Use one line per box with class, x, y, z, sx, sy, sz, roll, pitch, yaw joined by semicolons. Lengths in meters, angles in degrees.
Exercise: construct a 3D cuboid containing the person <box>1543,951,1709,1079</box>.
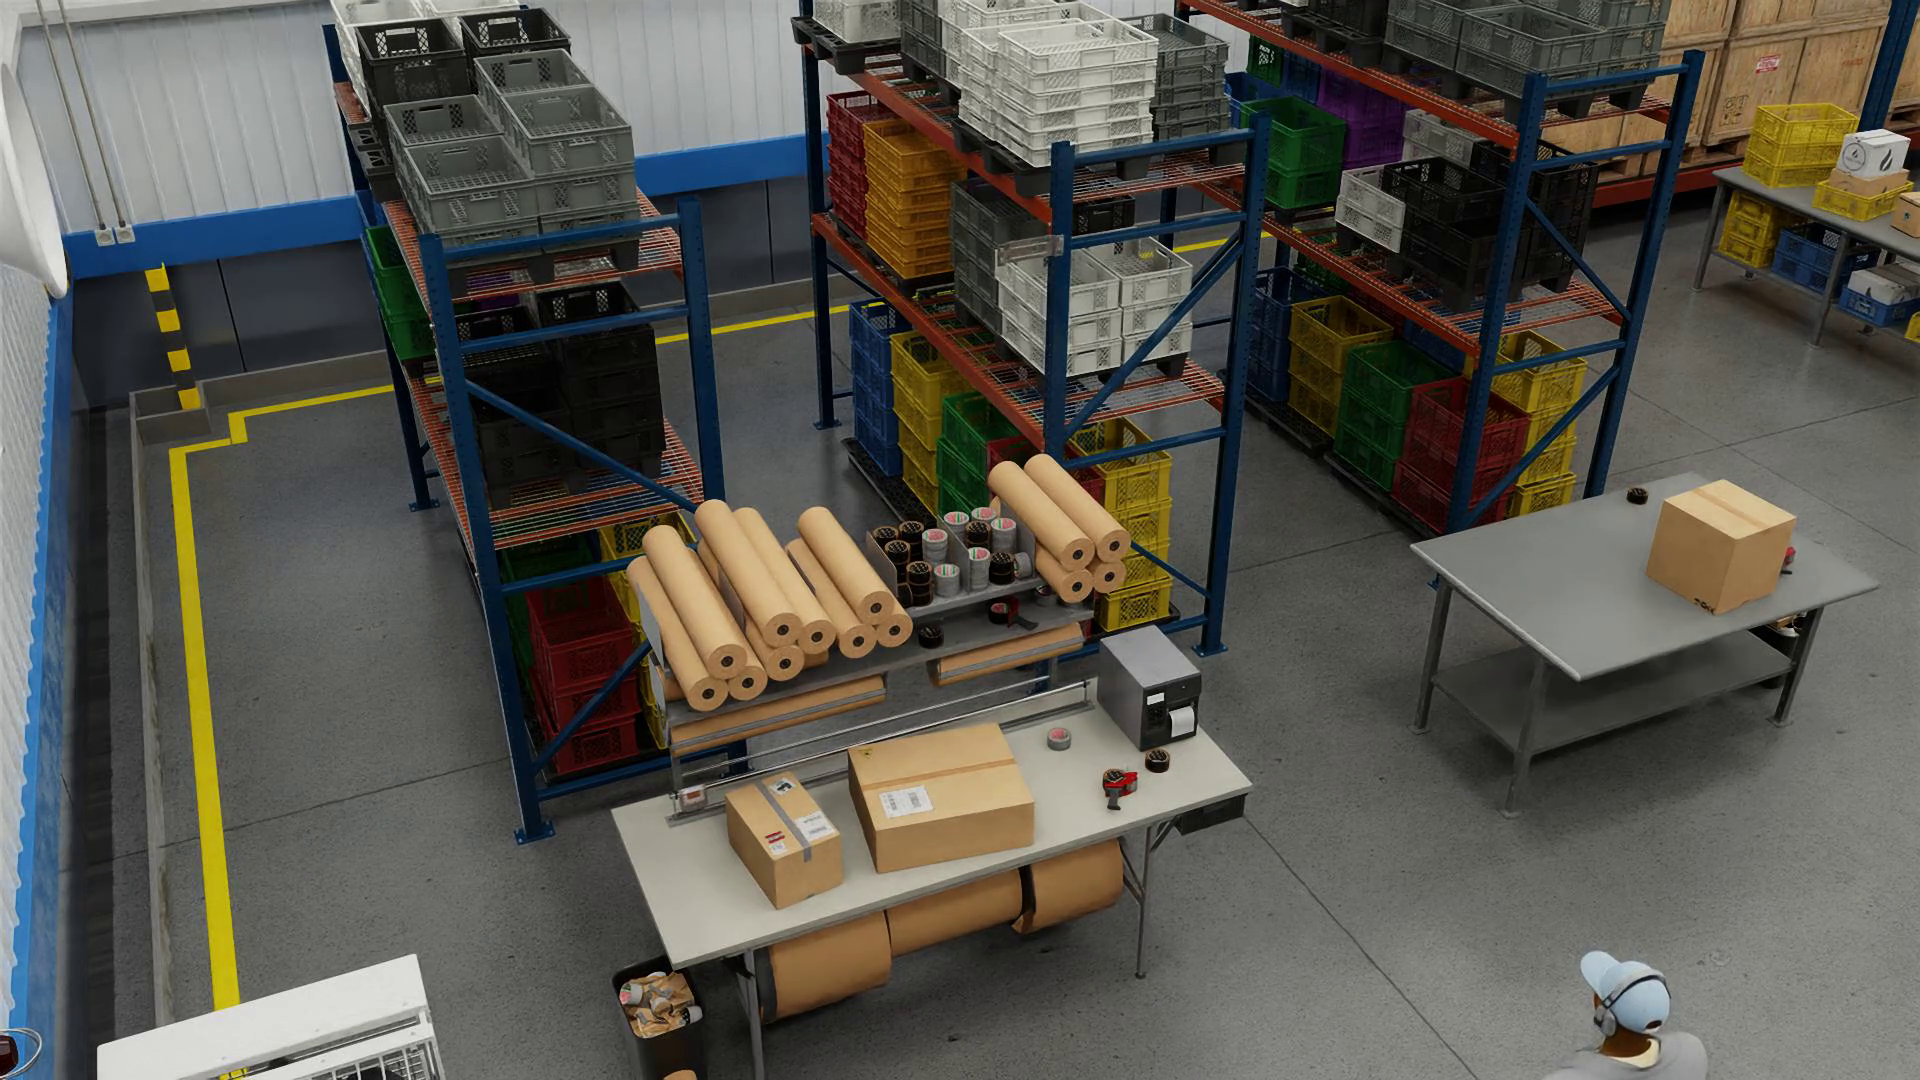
person;1.941;2.007;5.201;0.588;1.853;0.393;-11;33;-17
